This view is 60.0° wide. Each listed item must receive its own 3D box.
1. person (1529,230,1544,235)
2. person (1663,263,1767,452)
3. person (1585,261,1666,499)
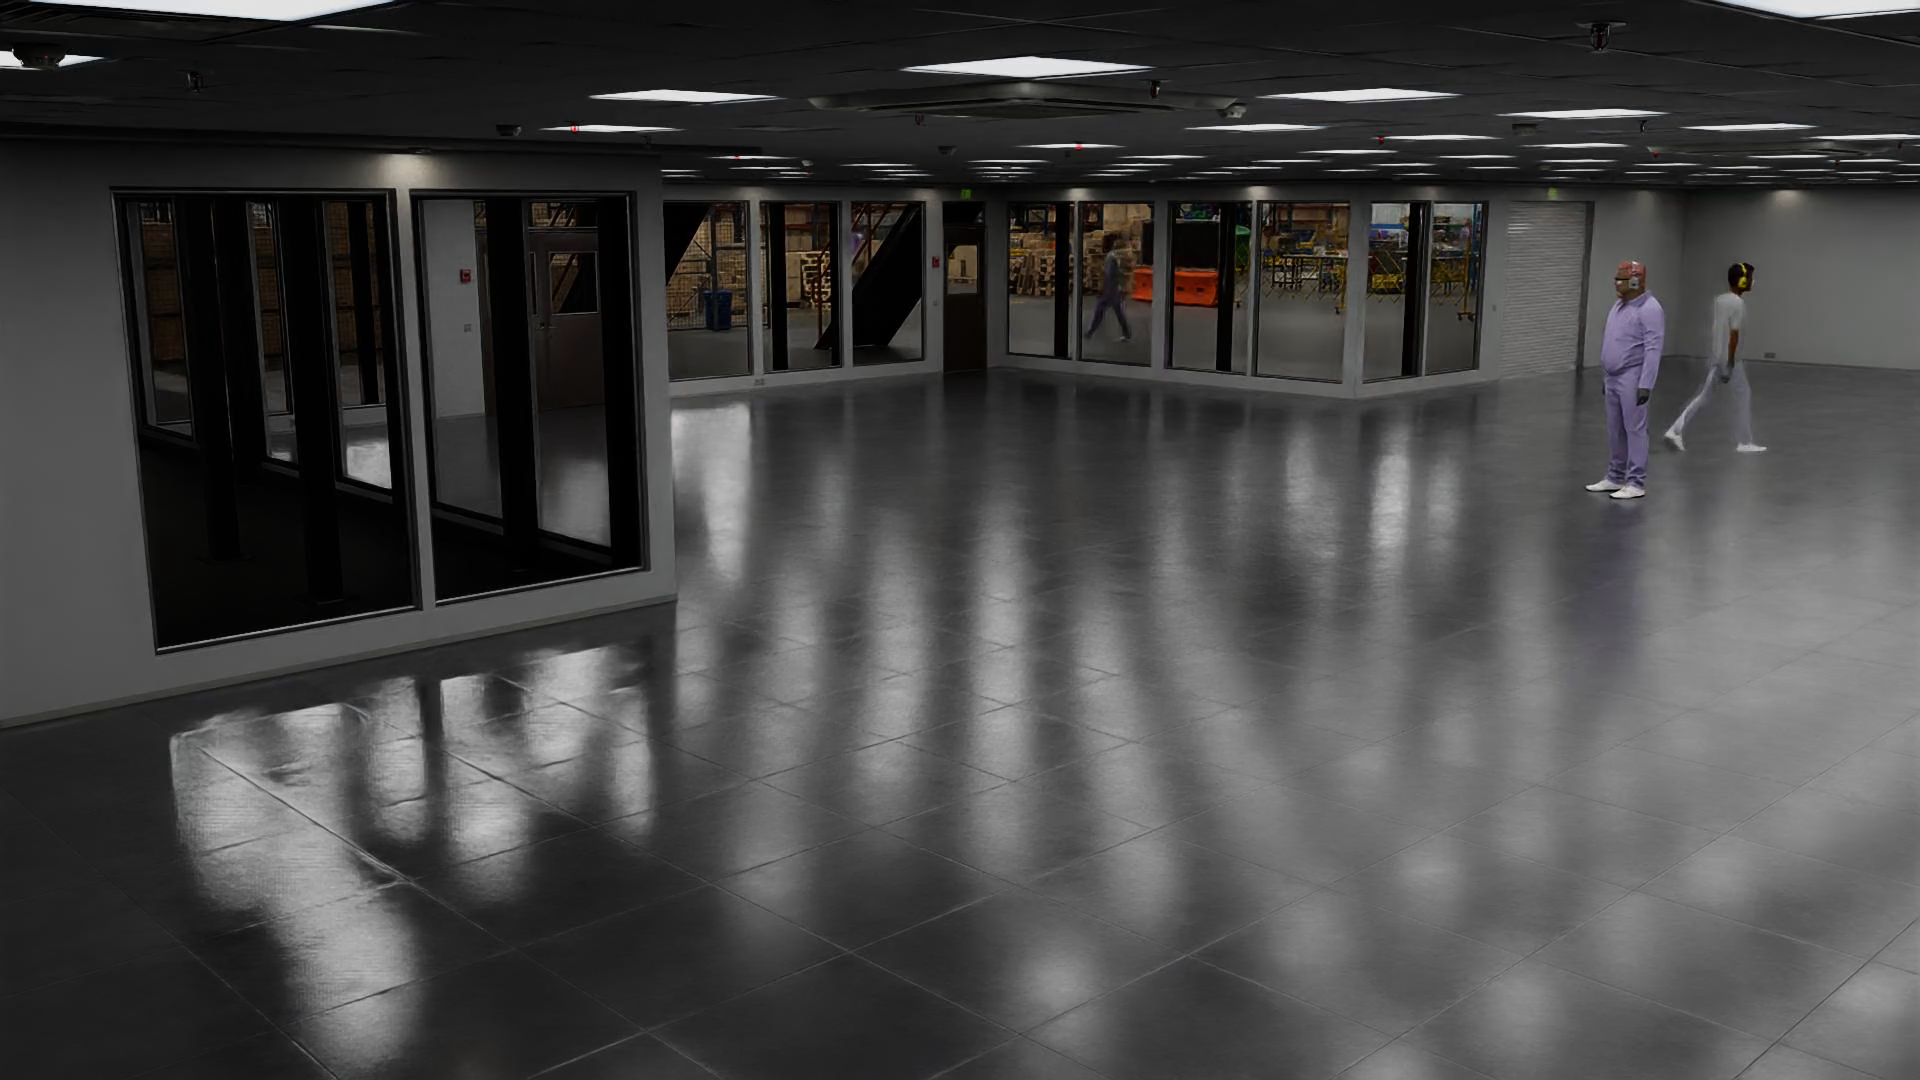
[{"bbox_3d":[21.279,-10.839,61.294,0.459,1.893,0.681,-7,13,-33],"label":"person"},{"bbox_3d":[7.246,-1.728,15.850,0.959,1.828,0.511,-2,11,-9],"label":"person"},{"bbox_3d":[5.368,-1.287,13.423,0.399,1.905,0.643,-1,11,-7],"label":"person"}]
